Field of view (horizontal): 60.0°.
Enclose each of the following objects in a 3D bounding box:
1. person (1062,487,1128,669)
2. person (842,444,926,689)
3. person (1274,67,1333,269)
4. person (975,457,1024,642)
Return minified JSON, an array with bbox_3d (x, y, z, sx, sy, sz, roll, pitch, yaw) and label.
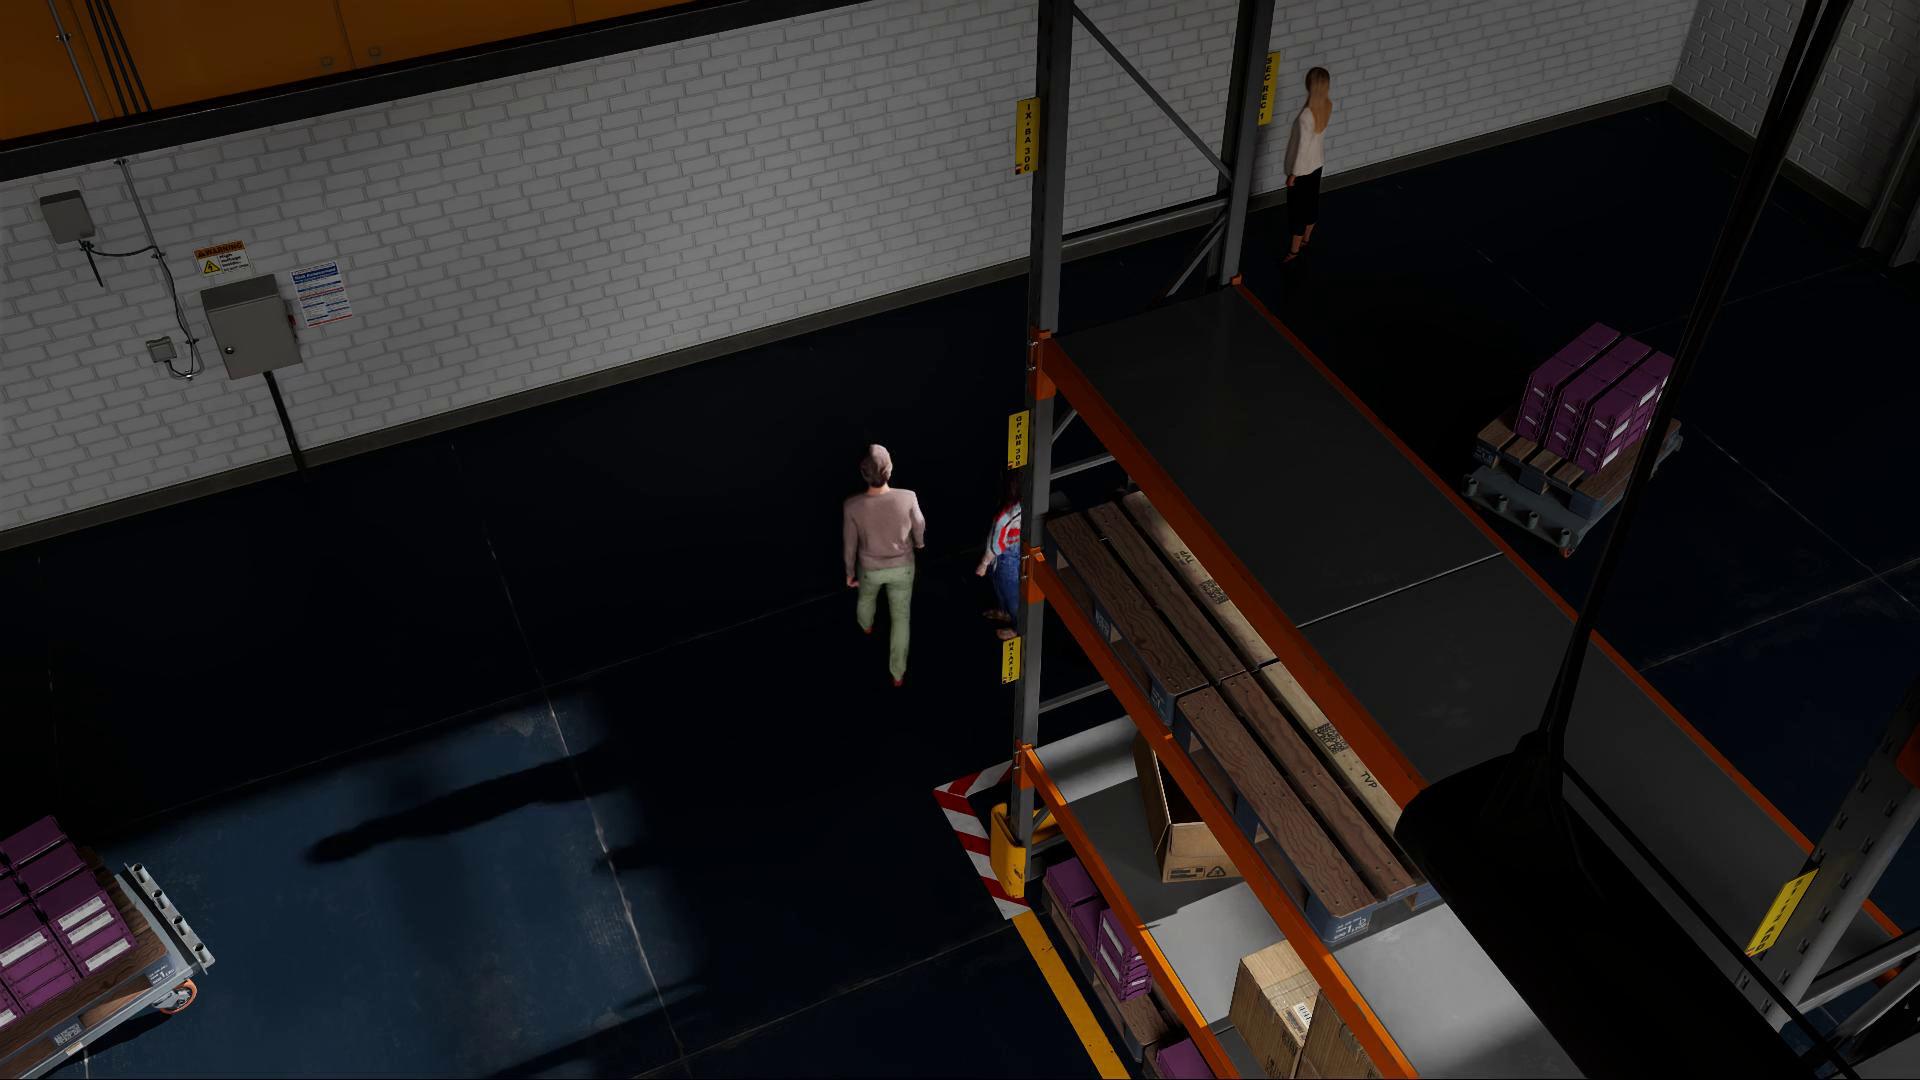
[{"bbox_3d":[1.037,0.363,10.597,0.898,1.691,1.184,-31,52,-28],"label":"person"},{"bbox_3d":[-0.459,0.228,10.630,0.928,1.840,1.137,-3,44,-3],"label":"person"},{"bbox_3d":[2.935,-3.163,14.177,0.684,1.857,0.697,28,50,26],"label":"person"},{"bbox_3d":[0.406,0.108,10.929,0.789,1.602,0.726,13,45,13],"label":"person"}]
